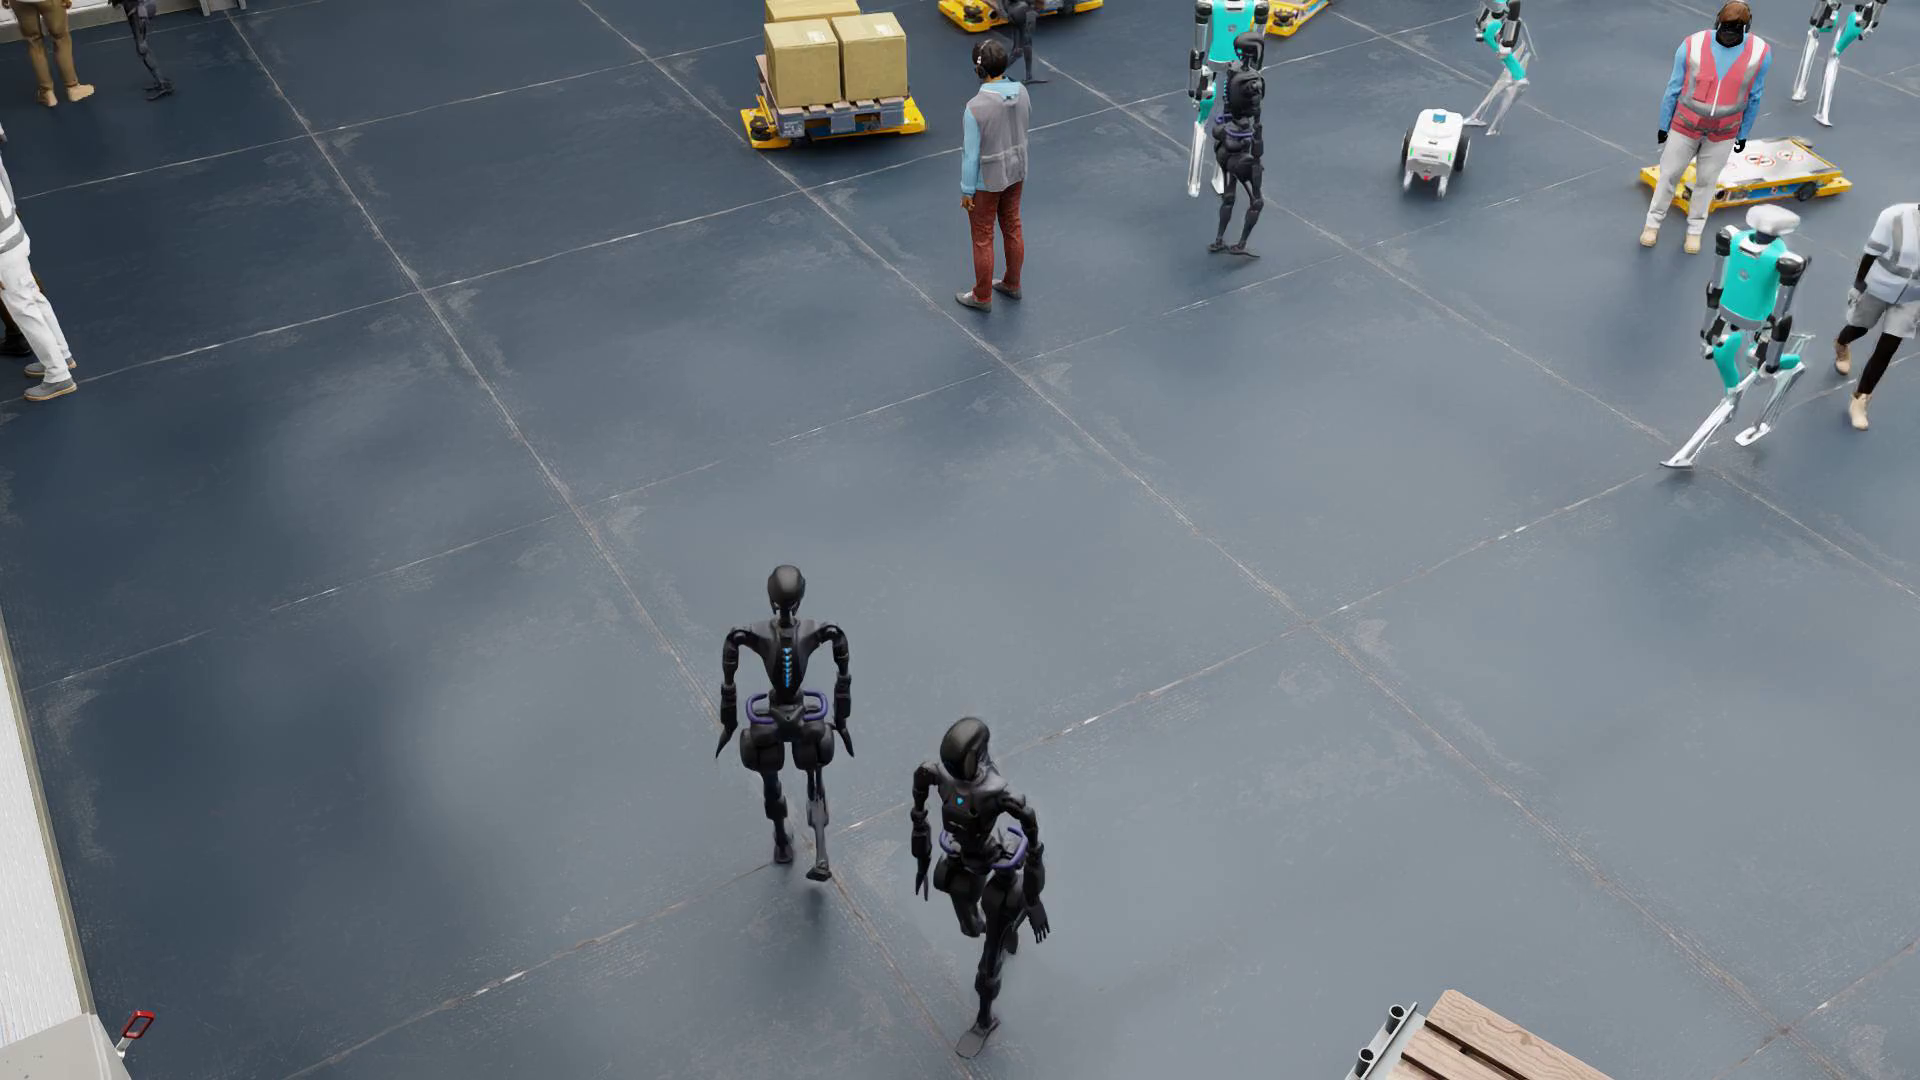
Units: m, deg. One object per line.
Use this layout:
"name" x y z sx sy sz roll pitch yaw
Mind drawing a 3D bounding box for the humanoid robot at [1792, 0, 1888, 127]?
"humanoid robot" 7.152 -4.296 13.534 0.543 1.748 0.857 6 39 8

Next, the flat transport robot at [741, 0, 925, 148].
"flat transport robot" -1.054 -3.506 13.716 1.431 0.231 0.659 -9 39 -11

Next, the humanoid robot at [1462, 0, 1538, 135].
"humanoid robot" 4.408 -4.059 13.232 0.625 1.800 0.530 -8 39 -9

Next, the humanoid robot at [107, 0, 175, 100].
"humanoid robot" -6.946 -4.549 13.888 0.394 1.650 0.603 -32 48 -33

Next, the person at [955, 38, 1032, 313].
"person" 0.234 -2.384 11.012 0.534 1.873 0.415 -29 47 -31

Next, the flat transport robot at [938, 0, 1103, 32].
"flat transport robot" 0.576 -5.115 15.746 1.431 0.231 0.659 -17 42 -21

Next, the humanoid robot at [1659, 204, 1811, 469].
"humanoid robot" 4.636 -1.176 9.631 1.068 1.757 0.557 -20 43 -24

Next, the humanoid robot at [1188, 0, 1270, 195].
"humanoid robot" 1.947 -3.427 12.417 0.531 1.776 0.684 1 38 1

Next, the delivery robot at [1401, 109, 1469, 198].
"delivery robot" 3.675 -3.046 12.893 0.499 0.580 0.757 13 40 15

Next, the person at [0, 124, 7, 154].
"person" -7.869 -3.881 12.918 0.389 1.847 0.562 -6 39 -8

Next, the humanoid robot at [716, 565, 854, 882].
"humanoid robot" -0.748 0.852 7.093 0.604 1.640 0.536 -5 39 -7

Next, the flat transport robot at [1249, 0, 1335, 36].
"flat transport robot" 3.121 -5.150 15.790 0.659 0.231 1.431 22 44 26

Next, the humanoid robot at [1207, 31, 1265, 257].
"humanoid robot" 1.958 -2.764 11.647 0.351 1.653 0.584 -11 40 -14

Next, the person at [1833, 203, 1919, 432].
"person" 5.703 -1.554 10.139 0.544 1.657 0.769 10 40 13

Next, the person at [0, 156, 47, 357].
"person" -6.265 -2.074 10.567 0.371 1.934 0.550 17 41 20

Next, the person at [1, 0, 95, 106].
"person" -7.652 -4.442 13.712 0.590 1.752 0.369 -4 39 -5

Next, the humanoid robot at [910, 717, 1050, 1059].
"humanoid robot" 0.125 1.272 6.578 0.613 1.631 0.682 17 42 21

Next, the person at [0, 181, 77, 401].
"person" -5.891 -1.749 10.210 0.350 1.876 0.566 -14 41 -17

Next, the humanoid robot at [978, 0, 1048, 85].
"humanoid robot" 0.450 -4.567 13.947 0.673 1.634 0.599 -10 39 -12

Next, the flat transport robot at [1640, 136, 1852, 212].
"flat transport robot" 6.081 -2.822 12.852 1.431 0.231 0.659 -10 39 -12

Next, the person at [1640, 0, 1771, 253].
"person" 5.230 -2.894 11.691 0.629 1.836 0.431 12 40 15
